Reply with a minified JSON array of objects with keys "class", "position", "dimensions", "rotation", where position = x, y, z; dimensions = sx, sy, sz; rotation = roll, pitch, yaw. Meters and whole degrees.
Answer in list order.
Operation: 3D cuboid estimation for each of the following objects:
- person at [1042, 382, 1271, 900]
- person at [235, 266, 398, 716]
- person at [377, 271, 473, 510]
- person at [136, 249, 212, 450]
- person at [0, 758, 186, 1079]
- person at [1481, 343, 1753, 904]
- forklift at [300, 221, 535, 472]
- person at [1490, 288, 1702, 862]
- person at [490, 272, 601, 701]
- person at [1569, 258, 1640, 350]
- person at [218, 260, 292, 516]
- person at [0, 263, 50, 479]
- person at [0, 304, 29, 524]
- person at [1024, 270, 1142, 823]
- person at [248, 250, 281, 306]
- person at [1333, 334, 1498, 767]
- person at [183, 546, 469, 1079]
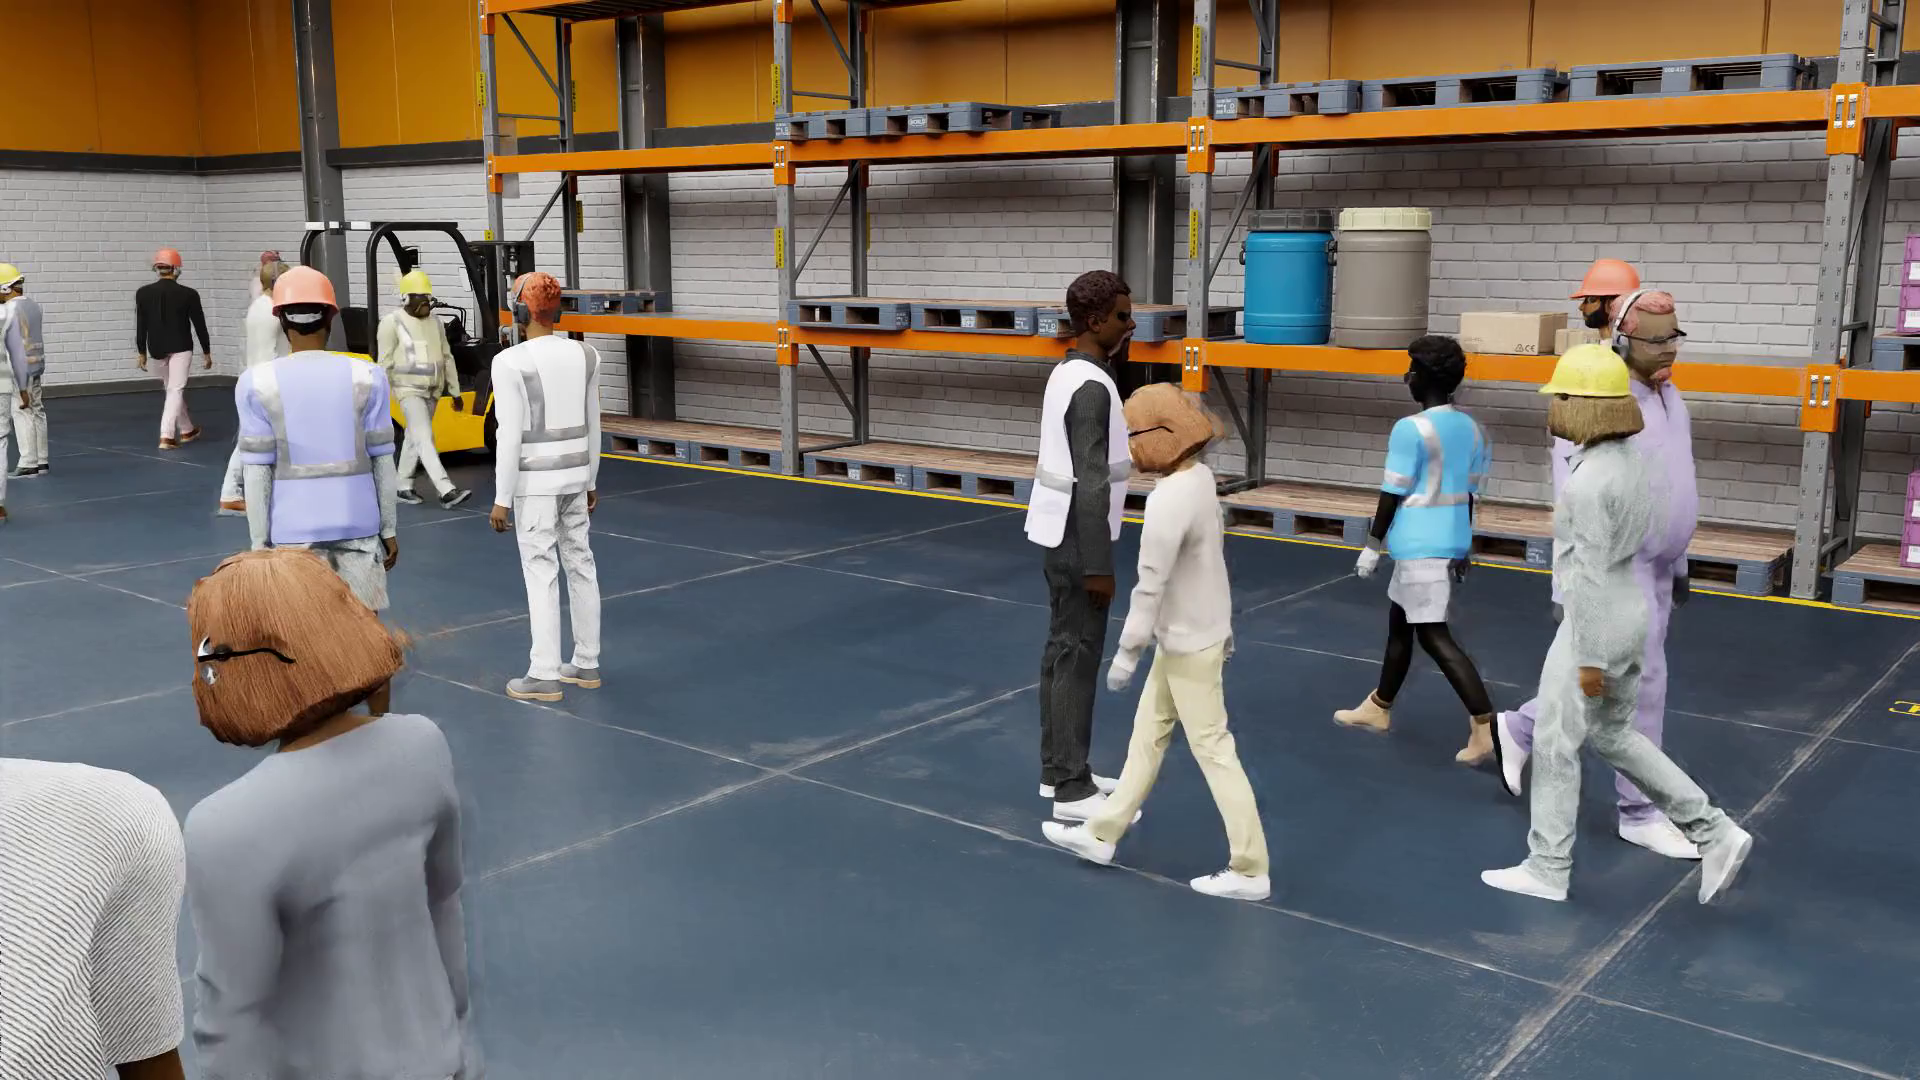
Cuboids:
[{"class":"person","position":[0.599,0.312,5.111],"dimensions":[0.816,1.590,0.535],"rotation":[3,11,19]},{"class":"person","position":[-2.380,-0.047,6.207],"dimensions":[0.542,1.927,0.374],"rotation":[-5,12,-28]},{"class":"person","position":[-4.016,-1.124,12.553],"dimensions":[0.912,1.781,0.623],"rotation":[5,12,27]},{"class":"person","position":[-7.695,-1.876,16.323],"dimensions":[0.637,1.934,1.049],"rotation":[0,10,-2]},{"class":"person","position":[-0.929,0.830,1.508],"dimensions":[0.534,1.868,0.309],"rotation":[-5,12,-27]},{"class":"person","position":[1.978,0.279,4.948],"dimensions":[0.675,1.721,0.492],"rotation":[8,13,39]},{"class":"forklift","position":[-4.922,-1.741,14.854],"dimensions":[1.214,2.155,2.313],"rotation":[8,13,38]},{"class":"person","position":[2.173,0.095,5.591],"dimensions":[0.771,1.868,0.656],"rotation":[9,14,41]},{"class":"person","position":[-1.823,-0.230,7.345],"dimensions":[0.355,1.883,0.573],"rotation":[7,12,34]},{"class":"person","position":[2.957,-0.319,7.686],"dimensions":[0.360,1.938,0.546],"rotation":[4,11,21]},{"class":"person","position":[-5.017,-1.109,12.249],"dimensions":[1.043,1.877,0.642],"rotation":[-5,12,-28]},{"class":"person","position":[-8.038,-1.437,14.195],"dimensions":[0.403,1.825,0.586],"rotation":[-1,10,-7]},{"class":"person","position":[-7.119,-1.095,12.094],"dimensions":[0.617,1.891,1.005],"rotation":[-4,11,-23]},{"class":"person","position":[0.428,0.021,5.850],"dimensions":[0.399,1.920,0.590],"rotation":[-1,10,-3]},{"class":"person","position":[-7.648,-2.287,18.662],"dimensions":[0.641,1.913,0.407],"rotation":[7,12,32]},{"class":"person","position":[1.862,0.030,6.506],"dimensions":[0.844,1.662,0.526],"rotation":[9,14,42]},{"class":"person","position":[-0.811,0.807,2.362],"dimensions":[0.590,1.617,0.515],"rotation":[4,11,21]}]
